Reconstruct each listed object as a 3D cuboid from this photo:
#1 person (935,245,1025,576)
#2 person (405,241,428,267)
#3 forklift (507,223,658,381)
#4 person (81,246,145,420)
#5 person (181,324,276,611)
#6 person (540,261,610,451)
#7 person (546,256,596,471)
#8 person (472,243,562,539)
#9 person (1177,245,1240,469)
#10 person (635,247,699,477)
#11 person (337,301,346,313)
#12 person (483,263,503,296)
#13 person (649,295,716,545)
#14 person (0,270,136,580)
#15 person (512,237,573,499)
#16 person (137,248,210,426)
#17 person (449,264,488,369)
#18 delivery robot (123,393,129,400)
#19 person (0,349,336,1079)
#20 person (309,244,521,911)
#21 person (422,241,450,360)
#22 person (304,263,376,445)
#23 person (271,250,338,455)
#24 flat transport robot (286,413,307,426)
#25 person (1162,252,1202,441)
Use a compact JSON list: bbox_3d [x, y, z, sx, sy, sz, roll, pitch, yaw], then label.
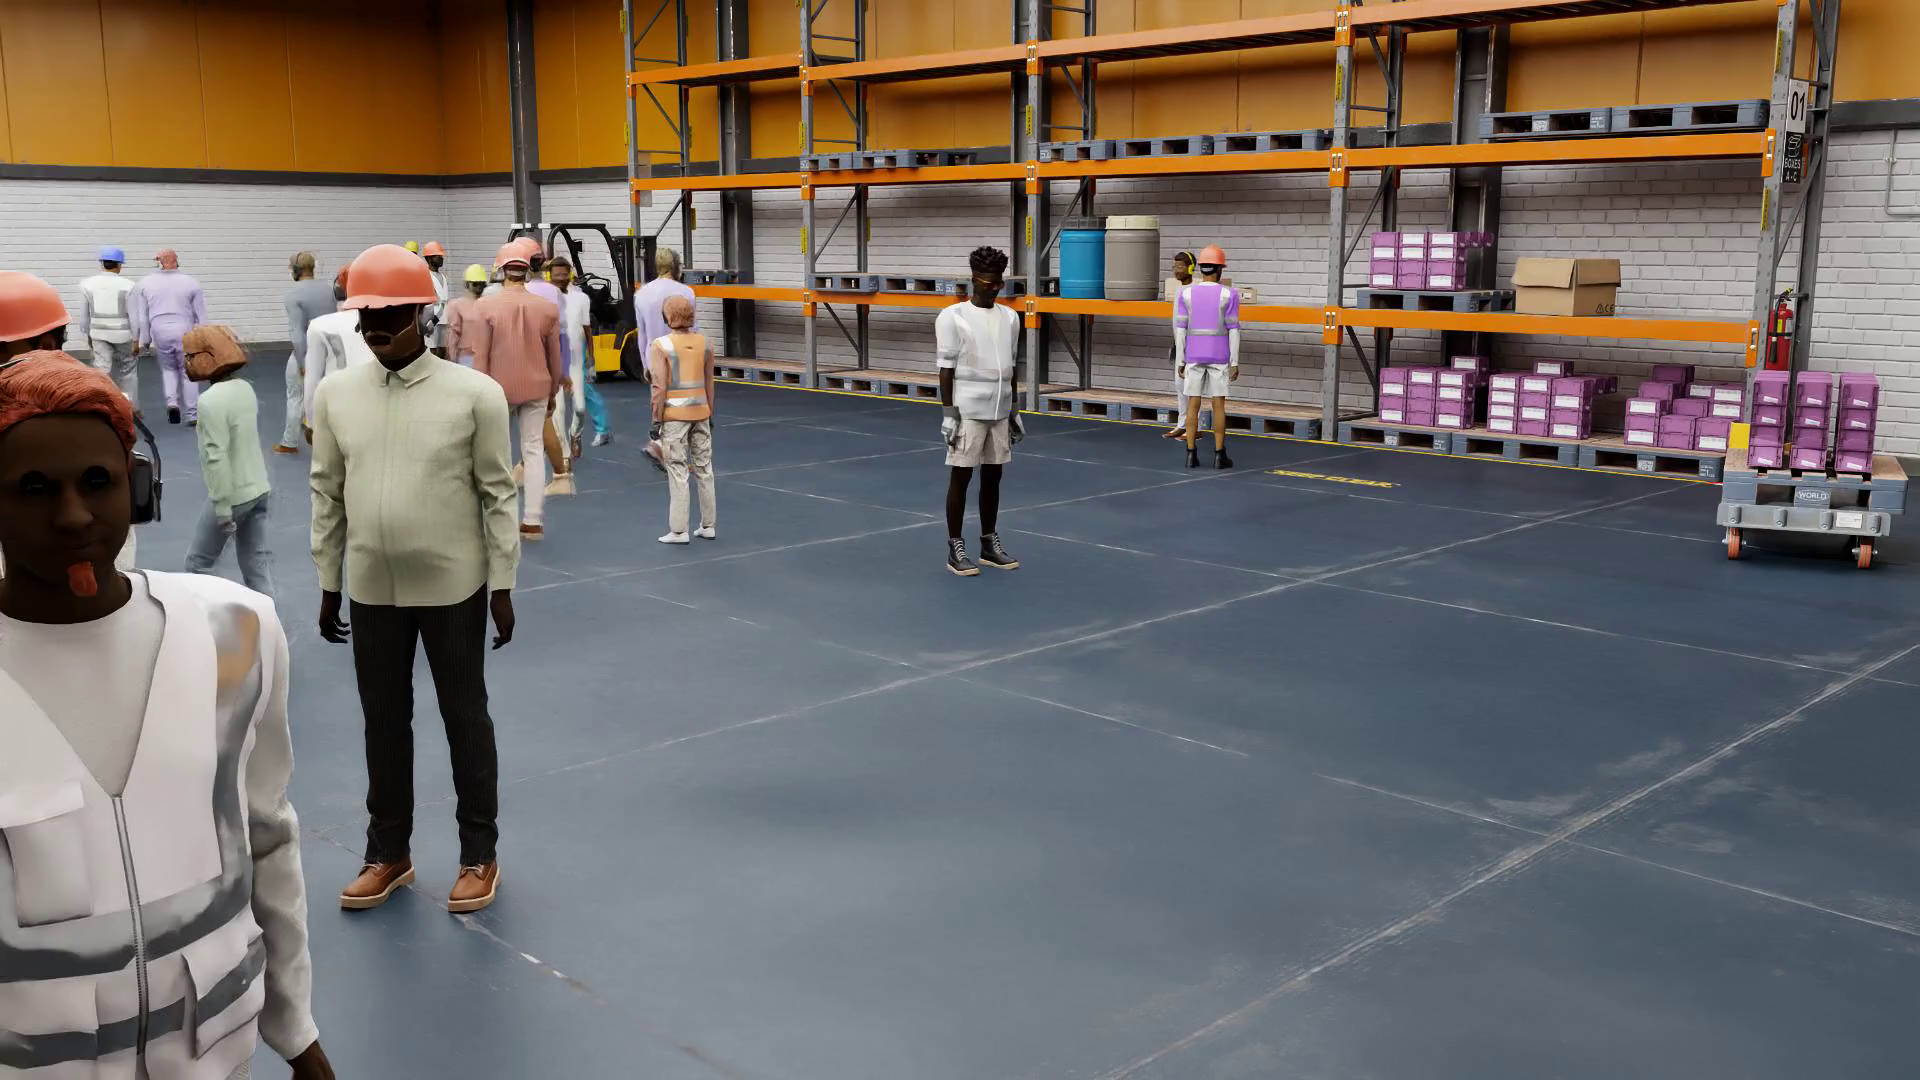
[{"bbox_3d":[0.133,-0.774,9.989,0.603,1.959,0.375,-8,13,-38],"label":"person"},{"bbox_3d":[-8.678,-3.778,26.455,0.585,1.928,0.369,-1,10,-5],"label":"person"},{"bbox_3d":[-5.316,-3.263,22.920,2.313,2.155,1.214,-10,14,-44],"label":"forklift"},{"bbox_3d":[-9.125,-2.176,17.860,0.648,1.926,0.886,-1,10,-7],"label":"person"},{"bbox_3d":[-3.364,-0.179,7.672,0.379,1.616,0.497,1,10,5],"label":"person"},{"bbox_3d":[-3.710,-1.750,15.783,0.602,1.795,0.912,6,12,28],"label":"person"},{"bbox_3d":[-3.457,-1.552,14.537,0.527,1.849,0.731,-3,11,-17],"label":"person"},{"bbox_3d":[-2.999,-0.999,11.187,0.637,1.966,0.679,-6,12,-32],"label":"person"},{"bbox_3d":[2.162,-1.583,14.462,0.551,1.933,0.372,4,11,21],"label":"person"},{"bbox_3d":[-2.433,-1.463,13.825,0.646,1.929,0.537,7,13,35],"label":"person"},{"bbox_3d":[-5.903,-1.812,16.225,0.521,1.746,0.405,-3,11,-14],"label":"person"},{"bbox_3d":[-5.738,-2.644,20.914,0.494,1.693,0.897,-9,14,-40],"label":"person"},{"bbox_3d":[-1.818,-0.786,10.933,0.311,1.636,0.523,9,14,40],"label":"person"},{"bbox_3d":[-2.557,0.214,4.688,0.543,1.928,0.374,6,12,29],"label":"person"},{"bbox_3d":[-3.391,-1.326,12.894,0.978,1.999,0.621,5,11,24],"label":"person"},{"bbox_3d":[-8.306,-2.143,17.651,0.689,1.885,0.426,-2,11,-8],"label":"person"},{"bbox_3d":[-4.759,-1.829,16.316,0.543,1.746,0.665,-6,12,-31],"label":"person"},{"bbox_3d":[-8.622,-1.343,16.667,0.477,0.478,0.707,-1,10,-5],"label":"delivery robot"},{"bbox_3d":[-1.114,0.698,2.166,0.337,1.882,0.584,10,14,42],"label":"person"},{"bbox_3d":[-1.630,0.129,4.963,0.625,1.992,0.388,1,10,5],"label":"person"},{"bbox_3d":[-6.483,-2.715,20.616,0.347,1.943,0.545,3,11,15],"label":"person"},{"bbox_3d":[-3.619,-0.715,9.966,0.581,1.855,0.795,-7,13,-35],"label":"person"},{"bbox_3d":[-5.870,-1.689,15.189,1.022,1.896,0.633,5,11,25],"label":"person"},{"bbox_3d":[-6.318,-1.337,17.666,1.431,0.197,0.652,1,10,5],"label":"flat transport robot"},{"bbox_3d":[2.237,-1.913,16.482,0.321,1.860,0.518,-4,11,-20],"label":"person"}]
